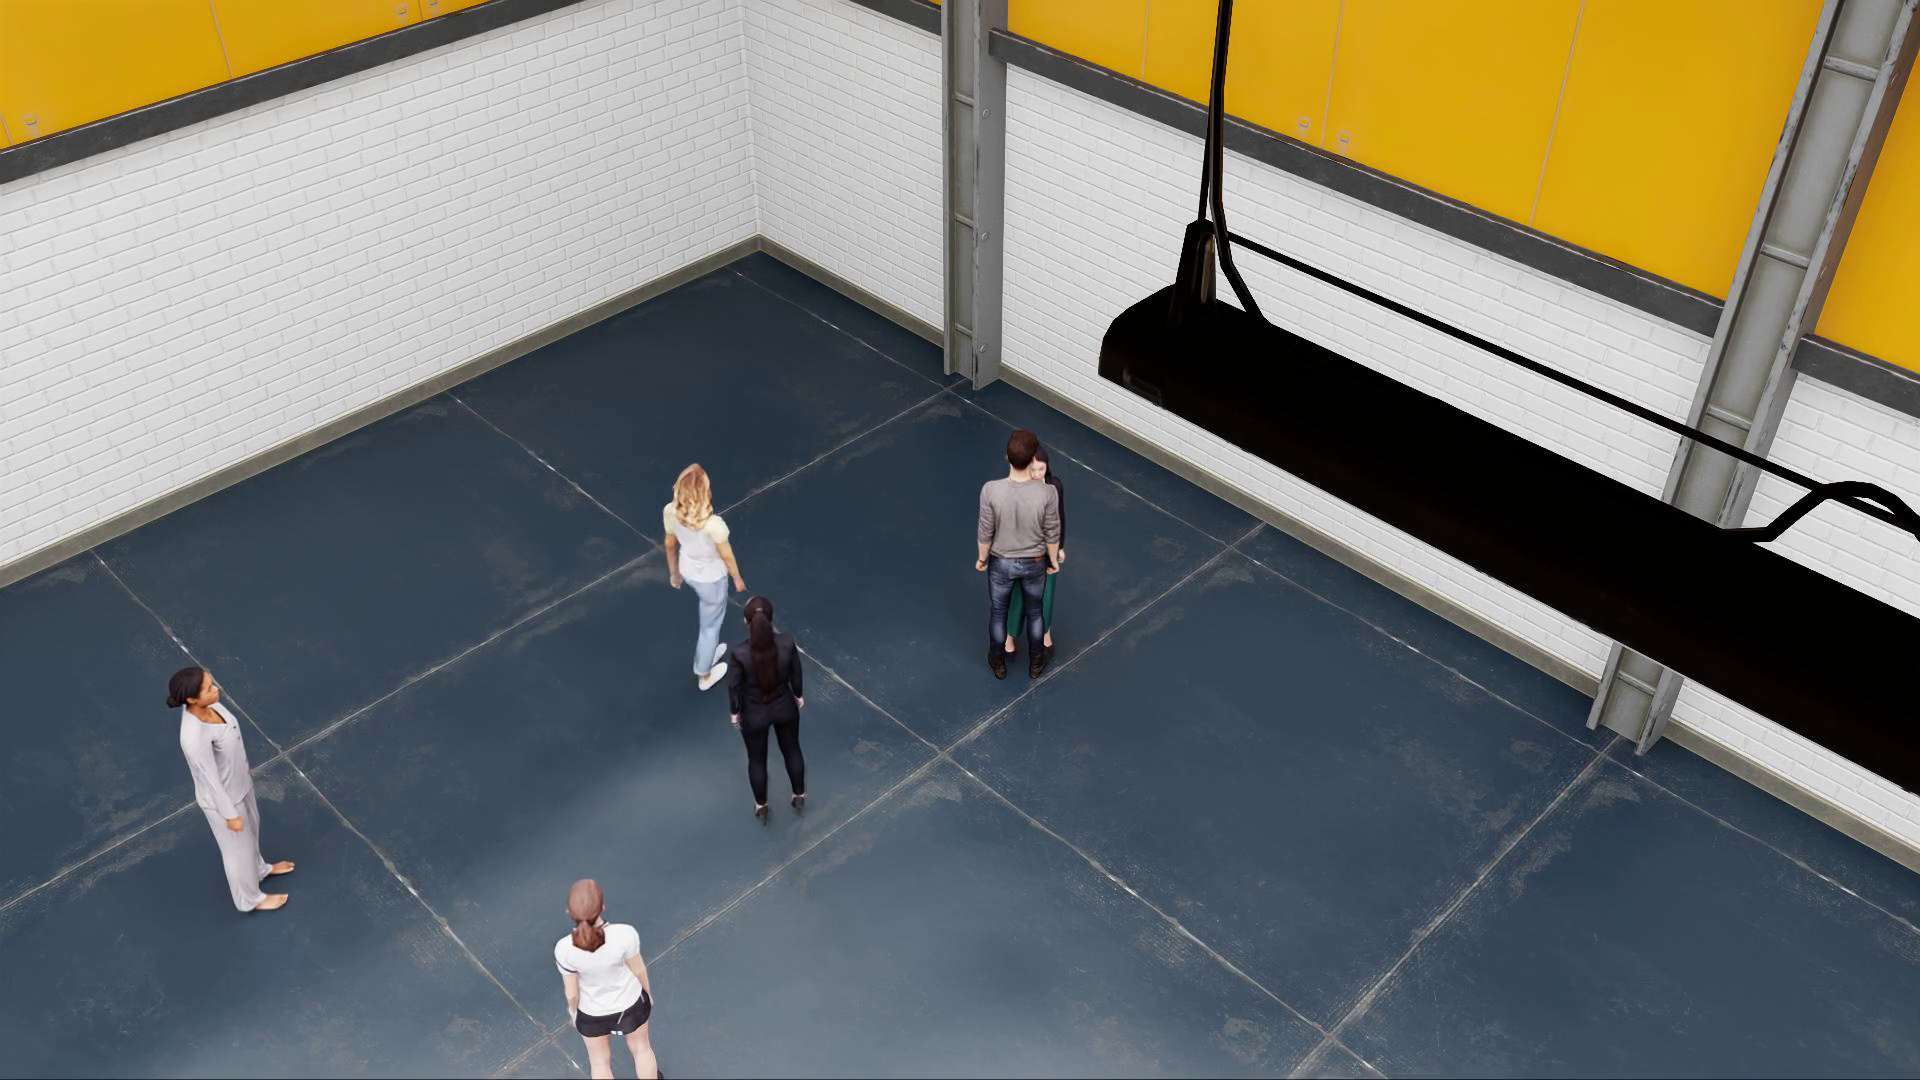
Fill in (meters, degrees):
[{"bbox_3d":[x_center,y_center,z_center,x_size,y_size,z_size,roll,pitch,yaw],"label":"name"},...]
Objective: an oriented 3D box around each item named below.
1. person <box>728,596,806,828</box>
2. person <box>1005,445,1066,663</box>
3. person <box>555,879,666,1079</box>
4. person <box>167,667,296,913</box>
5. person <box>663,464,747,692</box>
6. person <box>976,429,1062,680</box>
[{"bbox_3d":[-1.120,1.010,9.780,0.650,1.711,0.623,-13,40,-16],"label":"person"},{"bbox_3d":[0.463,0.077,10.927,0.690,1.738,0.700,-9,40,-11],"label":"person"},{"bbox_3d":[-1.718,2.279,8.157,0.655,1.752,0.687,-12,40,-15],"label":"person"},{"bbox_3d":[-4.112,1.386,9.292,0.772,1.731,0.664,-8,39,-10],"label":"person"},{"bbox_3d":[-1.693,0.299,10.672,0.679,1.707,0.767,23,44,26],"label":"person"},{"bbox_3d":[0.373,0.124,10.735,0.766,1.903,0.833,1,39,1],"label":"person"}]
